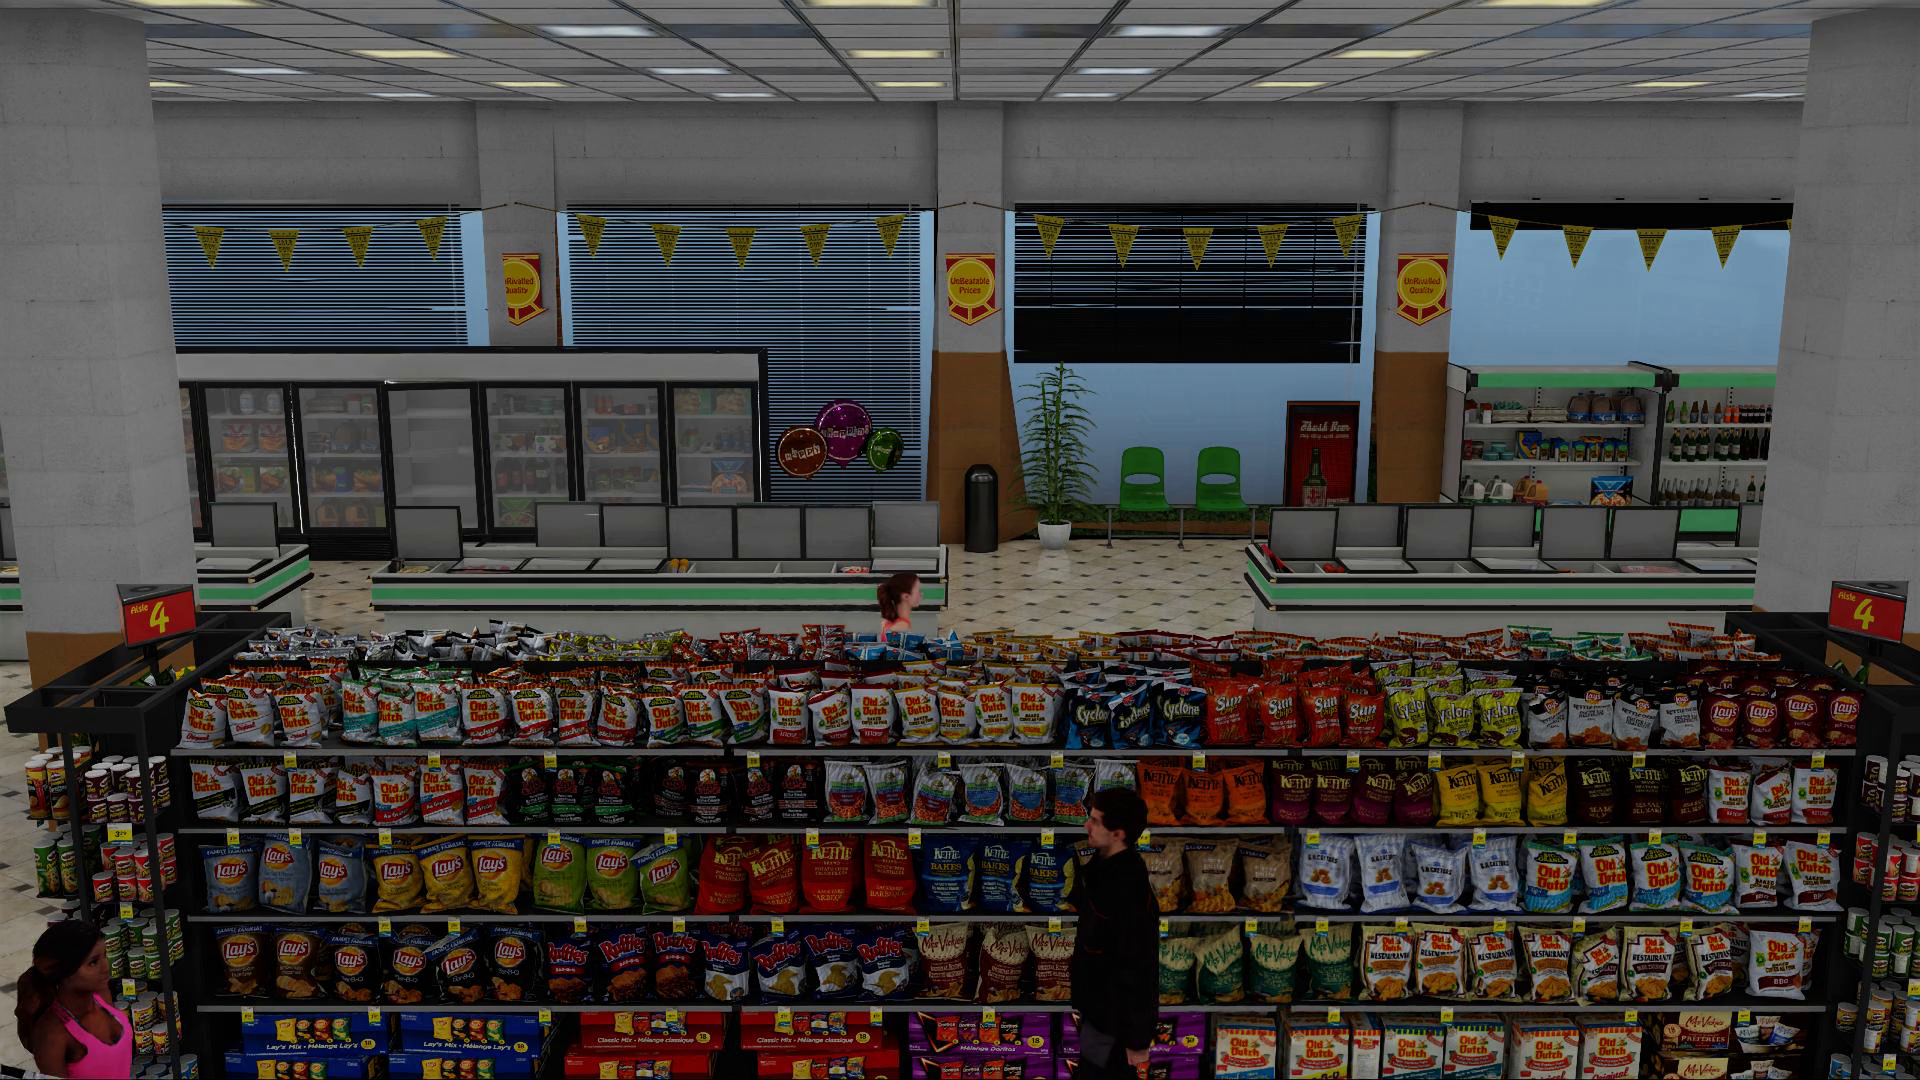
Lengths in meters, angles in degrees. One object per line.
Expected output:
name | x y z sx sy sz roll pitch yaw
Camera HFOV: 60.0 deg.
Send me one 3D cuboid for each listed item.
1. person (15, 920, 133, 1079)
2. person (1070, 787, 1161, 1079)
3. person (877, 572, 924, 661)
person | -3.009 2.083 5.578 1.027 1.695 0.666 1 12 7
person | 0.694 1.835 6.463 1.005 1.815 0.708 0 12 0
person | -0.455 1.057 10.340 0.742 1.739 0.699 -5 13 -22
